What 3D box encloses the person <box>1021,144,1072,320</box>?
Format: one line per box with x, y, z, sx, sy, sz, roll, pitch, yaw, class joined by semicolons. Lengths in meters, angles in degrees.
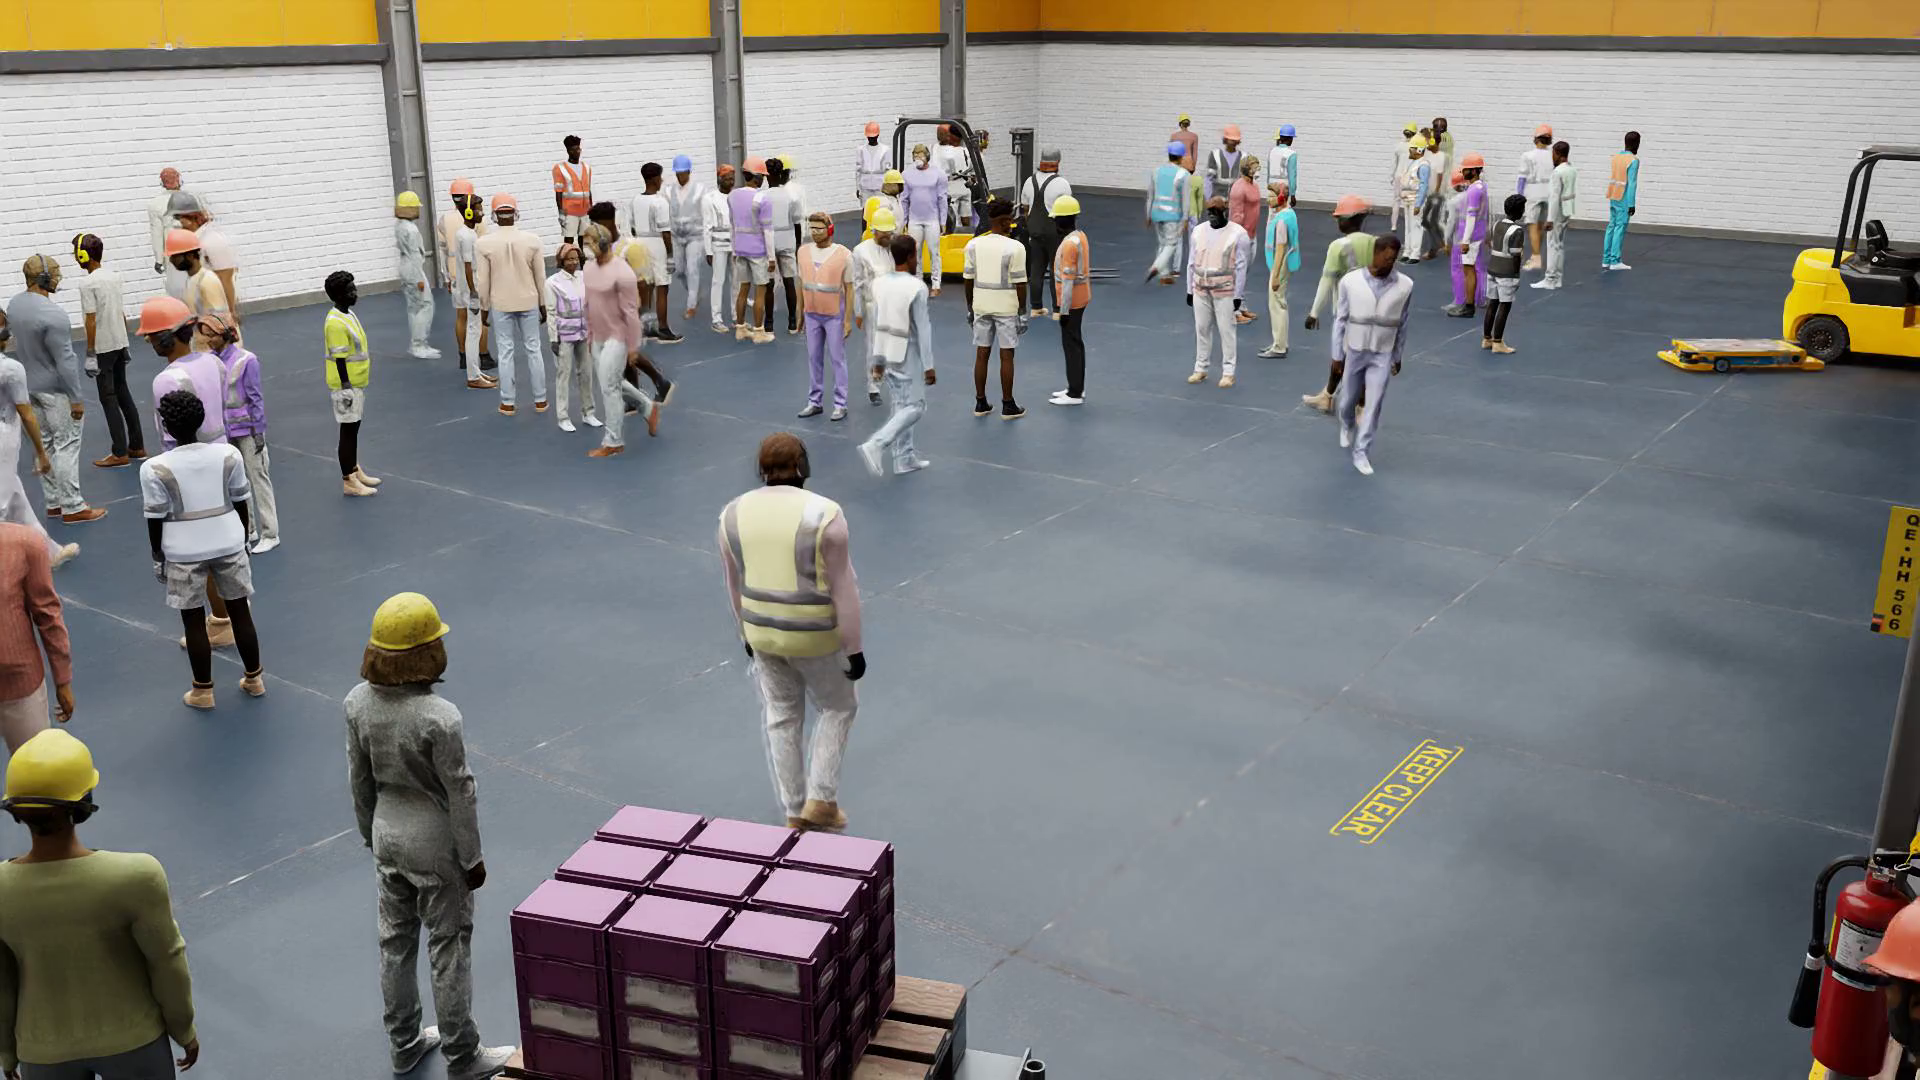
1.089;-3.632;19.618;0.683;2.000;0.537;15;23;39;person

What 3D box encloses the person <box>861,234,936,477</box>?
-0.497;-1.405;12.878;0.656;1.899;0.603;-13;22;-36;person

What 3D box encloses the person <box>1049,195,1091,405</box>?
1.003;-2.212;15.381;0.394;1.919;0.583;4;18;12;person

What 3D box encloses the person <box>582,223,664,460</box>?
-2.797;-1.660;13.682;0.640;1.911;0.810;17;24;42;person

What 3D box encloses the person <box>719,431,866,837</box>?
-0.707;0.434;7.274;0.704;1.810;0.444;8;19;24;person

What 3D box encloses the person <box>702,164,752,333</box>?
-2.638;-3.301;18.846;0.575;1.880;0.338;-15;23;-39;person

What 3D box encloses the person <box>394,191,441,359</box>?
-5.708;-2.776;17.428;0.324;1.741;0.508;-13;22;-35;person

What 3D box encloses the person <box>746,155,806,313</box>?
-2.135;-3.654;19.934;0.974;1.877;0.614;1;18;3;person

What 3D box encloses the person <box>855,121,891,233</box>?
-1.313;-5.346;25.162;0.543;1.928;0.372;1;18;3;person

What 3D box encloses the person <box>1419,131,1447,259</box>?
6.946;-5.028;24.295;0.434;1.848;0.551;-4;18;-11;person

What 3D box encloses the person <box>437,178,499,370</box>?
-4.974;-2.685;16.843;0.550;1.925;0.390;5;18;15;person

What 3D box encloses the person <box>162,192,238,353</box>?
-6.805;-2.069;14.728;0.711;2.000;0.724;12;21;33;person

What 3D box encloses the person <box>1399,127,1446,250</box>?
7.093;-5.303;25.169;0.795;1.845;0.539;-3;18;-11;person

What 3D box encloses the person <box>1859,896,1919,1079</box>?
1.960;1.642;3.365;0.567;1.887;0.555;16;24;41;person

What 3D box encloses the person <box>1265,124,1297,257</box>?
4.713;-5.085;24.333;0.415;1.939;0.604;-9;20;-26;person

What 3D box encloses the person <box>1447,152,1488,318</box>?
6.032;-3.611;19.736;0.388;1.930;0.544;7;19;20;person

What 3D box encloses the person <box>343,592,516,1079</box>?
-1.794;1.006;5.590;0.492;1.742;0.315;8;19;24;person

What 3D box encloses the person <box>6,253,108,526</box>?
-6.389;-1.051;11.737;0.636;1.928;0.383;12;21;32;person

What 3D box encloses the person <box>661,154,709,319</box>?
-3.218;-3.616;19.763;0.604;1.929;0.659;4;18;11;person

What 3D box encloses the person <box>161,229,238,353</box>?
-5.954;-1.501;13.168;0.550;1.909;0.595;-15;23;-39;person

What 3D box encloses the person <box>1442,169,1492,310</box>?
6.207;-3.651;20.228;0.703;1.706;0.352;-6;19;-18;person

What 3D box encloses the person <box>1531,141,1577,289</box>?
7.815;-4.238;21.727;0.423;1.910;0.606;12;21;34;person

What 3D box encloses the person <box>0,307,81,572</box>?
-5.974;-0.575;10.457;0.527;1.786;0.905;7;19;20;person

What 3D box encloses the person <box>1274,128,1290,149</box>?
5.070;-5.601;26.241;0.335;1.760;0.524;-1;18;-2;person

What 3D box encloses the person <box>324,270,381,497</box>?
-4.580;-1.176;12.489;0.316;1.695;0.540;-4;18;-11;person

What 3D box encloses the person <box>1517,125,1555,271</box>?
8.160;-4.787;23.340;0.630;1.994;0.812;-3;18;-8;person

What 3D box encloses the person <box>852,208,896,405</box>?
-0.701;-2.153;15.359;0.605;1.817;0.403;-7;19;-20;person

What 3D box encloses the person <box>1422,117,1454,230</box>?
7.901;-6.049;27.521;0.429;1.837;0.624;11;21;31;person

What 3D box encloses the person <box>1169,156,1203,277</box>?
3.071;-4.425;22.754;0.498;1.634;0.283;-2;18;-6;person

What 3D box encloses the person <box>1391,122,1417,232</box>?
7.330;-5.945;27.296;0.534;1.767;0.320;10;20;29;person

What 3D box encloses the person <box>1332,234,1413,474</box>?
3.278;-1.536;13.342;0.597;1.877;0.888;2;18;6;person

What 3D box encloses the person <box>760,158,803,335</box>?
-2.059;-3.282;18.643;0.608;1.965;0.365;-6;19;-18;person

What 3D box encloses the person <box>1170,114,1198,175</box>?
3.985;-6.726;29.764;0.532;1.755;0.342;-3;18;-10;person
